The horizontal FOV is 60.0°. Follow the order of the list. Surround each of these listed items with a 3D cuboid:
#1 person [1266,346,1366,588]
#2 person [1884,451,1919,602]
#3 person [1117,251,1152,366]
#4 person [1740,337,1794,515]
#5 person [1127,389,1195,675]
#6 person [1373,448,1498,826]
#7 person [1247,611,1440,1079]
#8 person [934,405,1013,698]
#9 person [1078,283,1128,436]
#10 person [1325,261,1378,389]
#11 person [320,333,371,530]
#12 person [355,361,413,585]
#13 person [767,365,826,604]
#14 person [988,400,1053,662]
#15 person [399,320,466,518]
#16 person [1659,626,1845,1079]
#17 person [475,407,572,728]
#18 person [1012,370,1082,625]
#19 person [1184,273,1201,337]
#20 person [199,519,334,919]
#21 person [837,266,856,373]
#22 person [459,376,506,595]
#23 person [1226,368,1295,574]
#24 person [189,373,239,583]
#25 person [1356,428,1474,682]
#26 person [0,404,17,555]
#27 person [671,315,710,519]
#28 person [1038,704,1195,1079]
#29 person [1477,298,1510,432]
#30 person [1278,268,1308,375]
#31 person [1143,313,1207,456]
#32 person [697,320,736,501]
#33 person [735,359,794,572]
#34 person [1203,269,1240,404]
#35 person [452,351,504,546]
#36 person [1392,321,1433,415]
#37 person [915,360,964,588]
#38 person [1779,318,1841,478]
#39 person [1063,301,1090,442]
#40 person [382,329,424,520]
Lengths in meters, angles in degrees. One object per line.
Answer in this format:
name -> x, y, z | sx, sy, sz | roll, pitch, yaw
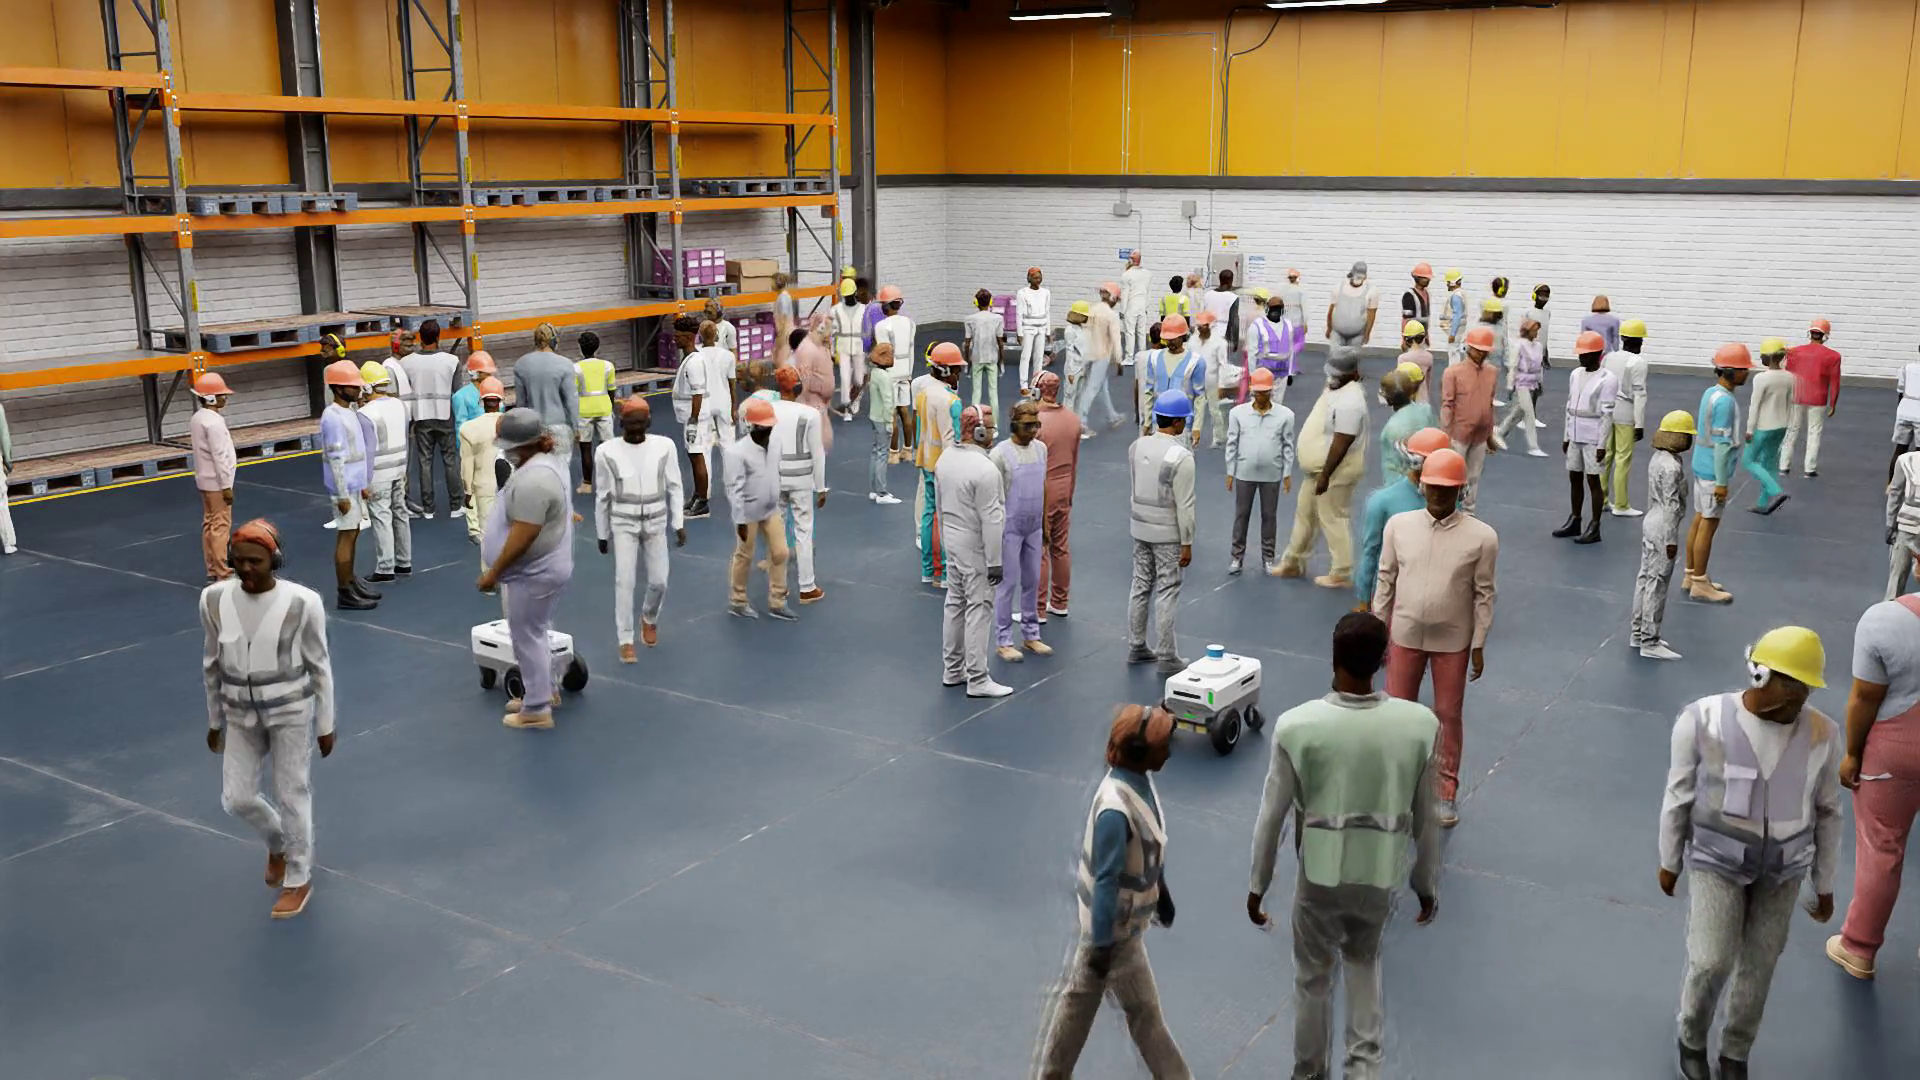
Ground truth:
person -> 2.899, -0.619, 13.492 | 0.731, 2.000, 0.732 | 1, 13, 2
person -> 6.930, -0.062, 11.951 | 0.514, 1.642, 0.310 | 6, 14, 24
person -> 2.906, -3.882, 27.929 | 0.643, 1.913, 0.410 | -10, 17, -38
person -> 7.875, -1.085, 16.144 | 0.530, 1.750, 0.474 | -6, 14, -26
person -> 1.377, -0.053, 11.264 | 0.414, 1.941, 0.607 | -9, 16, -33
person -> 2.464, 0.505, 8.711 | 0.609, 1.997, 0.375 | 6, 14, 24
person -> 1.361, 1.194, 5.943 | 0.695, 1.894, 0.451 | -1, 13, -2
person -> 0.104, 0.067, 10.810 | 0.403, 1.906, 0.651 | -8, 15, -30
person -> 1.828, -2.296, 21.078 | 1.081, 1.883, 0.708 | -8, 15, -32
person -> 5.662, -3.076, 24.150 | 0.737, 2.000, 0.694 | 5, 14, 19
person -> -5.781, -1.008, 15.568 | 0.531, 1.864, 0.317 | 8, 15, 31
person -> -4.748, -0.550, 13.645 | 0.404, 1.832, 0.600 | 4, 13, 15
person -> -1.327, -0.433, 13.026 | 0.584, 1.882, 0.344 | 4, 13, 15
person -> 0.419, -0.066, 11.553 | 0.511, 1.836, 0.357 | -10, 17, -38
person -> -5.085, -1.159, 16.103 | 0.597, 1.916, 0.372 | -2, 13, -8
person -> 2.905, 1.196, 6.117 | 0.621, 1.801, 0.463 | 2, 13, 10
person -> -2.661, 0.154, 10.139 | 0.583, 2.000, 0.716 | -3, 13, -12
person -> 0.619, -0.321, 12.492 | 0.409, 1.907, 0.649 | 11, 17, 40
person -> 3.685, -3.435, 26.592 | 0.310, 1.636, 0.522 | 1, 13, 4
person -> -3.163, 0.816, 7.634 | 0.598, 1.871, 0.446 | 0, 13, 2
person -> -1.760, -3.593, 27.057 | 0.496, 1.729, 0.526 | 9, 16, 34
person -> -3.706, -0.434, 13.319 | 0.563, 1.752, 0.328 | -6, 14, -25
person -> 2.504, -0.570, 13.907 | 0.564, 1.751, 0.342 | 2, 13, 9
person -> -6.033, -0.486, 13.537 | 0.331, 1.753, 0.561 | -10, 16, -37
person -> 2.662, 0.337, 9.548 | 0.626, 1.942, 0.820 | -5, 14, -20
person -> -8.557, -0.650, 14.511 | 0.522, 1.636, 0.309 | -10, 16, -36
person -> -2.608, -1.193, 16.144 | 0.364, 1.965, 0.609 | -3, 13, -13
person -> 0.655, 1.351, 5.899 | 0.847, 1.593, 0.531 | 3, 13, 12
person -> 6.766, -2.274, 21.397 | 0.486, 1.708, 0.798 | -6, 14, -24
person -> 5.305, -3.481, 26.634 | 0.573, 1.713, 0.606 | -10, 16, -36
person -> 1.997, -1.113, 15.644 | 0.607, 2.038, 0.386 | 7, 15, 29
person -> -2.525, -1.308, 16.918 | 0.505, 1.842, 0.346 | -4, 14, -16
person -> -1.650, -0.607, 13.909 | 0.419, 1.824, 0.549 | 9, 16, 34
person -> 3.686, -2.874, 23.576 | 0.593, 1.908, 0.391 | 12, 18, 43
person -> -4.295, -0.834, 15.056 | 0.339, 1.747, 0.575 | 8, 15, 31
person -> 4.813, -1.457, 17.753 | 0.518, 1.757, 0.339 | -9, 16, -36
person -> -0.146, -0.570, 13.543 | 0.391, 1.920, 0.588 | -9, 16, -34
person -> 9.305, -1.555, 18.208 | 0.577, 1.738, 0.354 | 10, 16, 36
person -> 1.447, -2.076, 20.480 | 0.309, 1.735, 0.484 | 6, 14, 23
person -> -5.424, -1.125, 16.129 | 0.400, 1.837, 0.564 | 0, 13, -2
